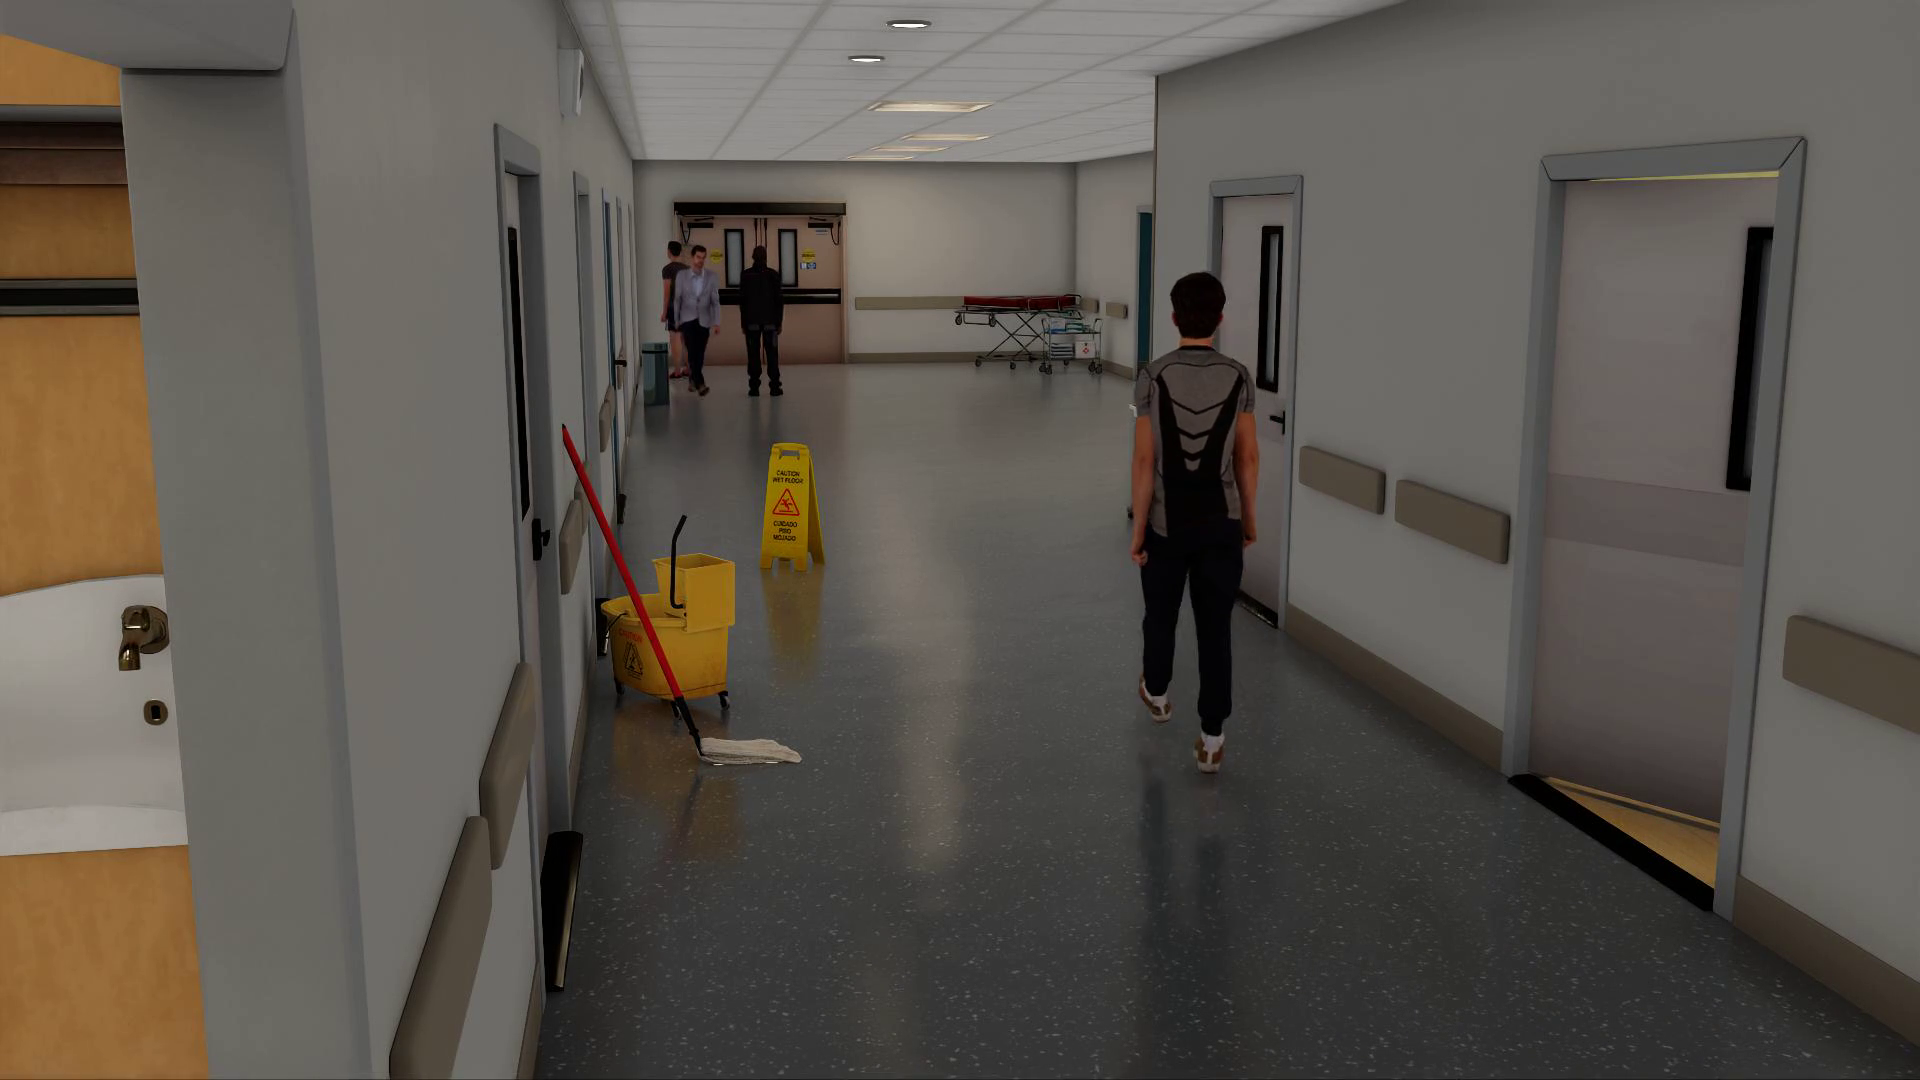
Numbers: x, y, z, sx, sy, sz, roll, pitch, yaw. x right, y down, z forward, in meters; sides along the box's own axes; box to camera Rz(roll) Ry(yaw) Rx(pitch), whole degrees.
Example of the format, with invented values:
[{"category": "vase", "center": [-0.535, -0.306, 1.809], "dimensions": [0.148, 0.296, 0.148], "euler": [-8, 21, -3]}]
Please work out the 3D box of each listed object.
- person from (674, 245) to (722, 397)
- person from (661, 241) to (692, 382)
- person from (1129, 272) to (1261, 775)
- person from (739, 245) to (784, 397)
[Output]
[{"category": "person", "center": [-3.213, -2.605, 20.046], "dimensions": [0.840, 1.773, 1.311], "euler": [-3, 11, -16]}, {"category": "person", "center": [-3.799, -3.088, 22.380], "dimensions": [0.780, 1.853, 0.726], "euler": [8, 13, 36]}, {"category": "person", "center": [0.899, -0.029, 6.291], "dimensions": [0.816, 1.840, 1.226], "euler": [0, 11, 0]}, {"category": "person", "center": [-2.424, -2.678, 20.290], "dimensions": [0.730, 1.825, 0.641], "euler": [0, 11, 0]}]
